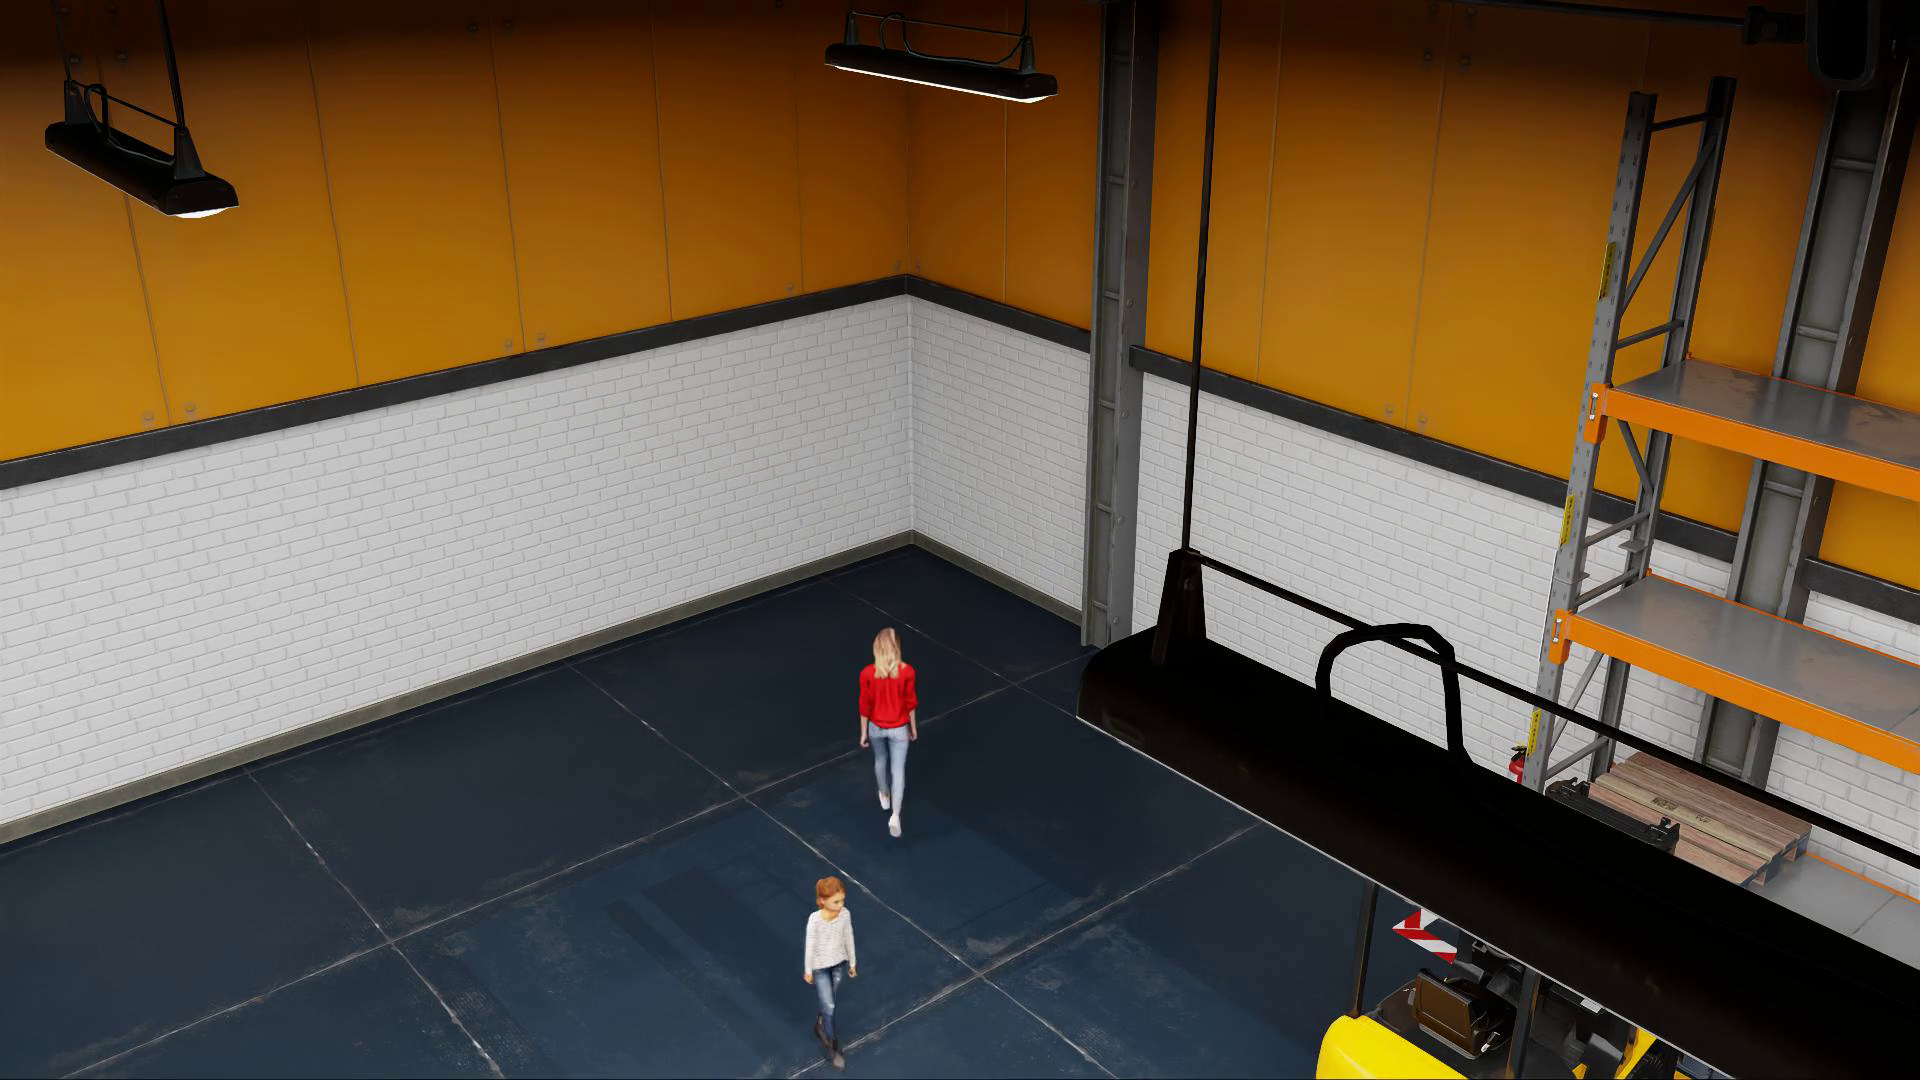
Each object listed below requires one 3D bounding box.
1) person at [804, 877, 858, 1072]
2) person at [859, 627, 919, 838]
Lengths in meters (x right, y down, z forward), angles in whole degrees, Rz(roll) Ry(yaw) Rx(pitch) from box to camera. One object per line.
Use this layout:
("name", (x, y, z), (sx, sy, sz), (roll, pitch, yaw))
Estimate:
("person", (-0.877, 2.706, 10.725), (0.526, 1.300, 0.724), (-15, 27, -30))
("person", (-0.544, 1.527, 12.959), (1.025, 1.671, 1.156), (-1, 24, -3))
